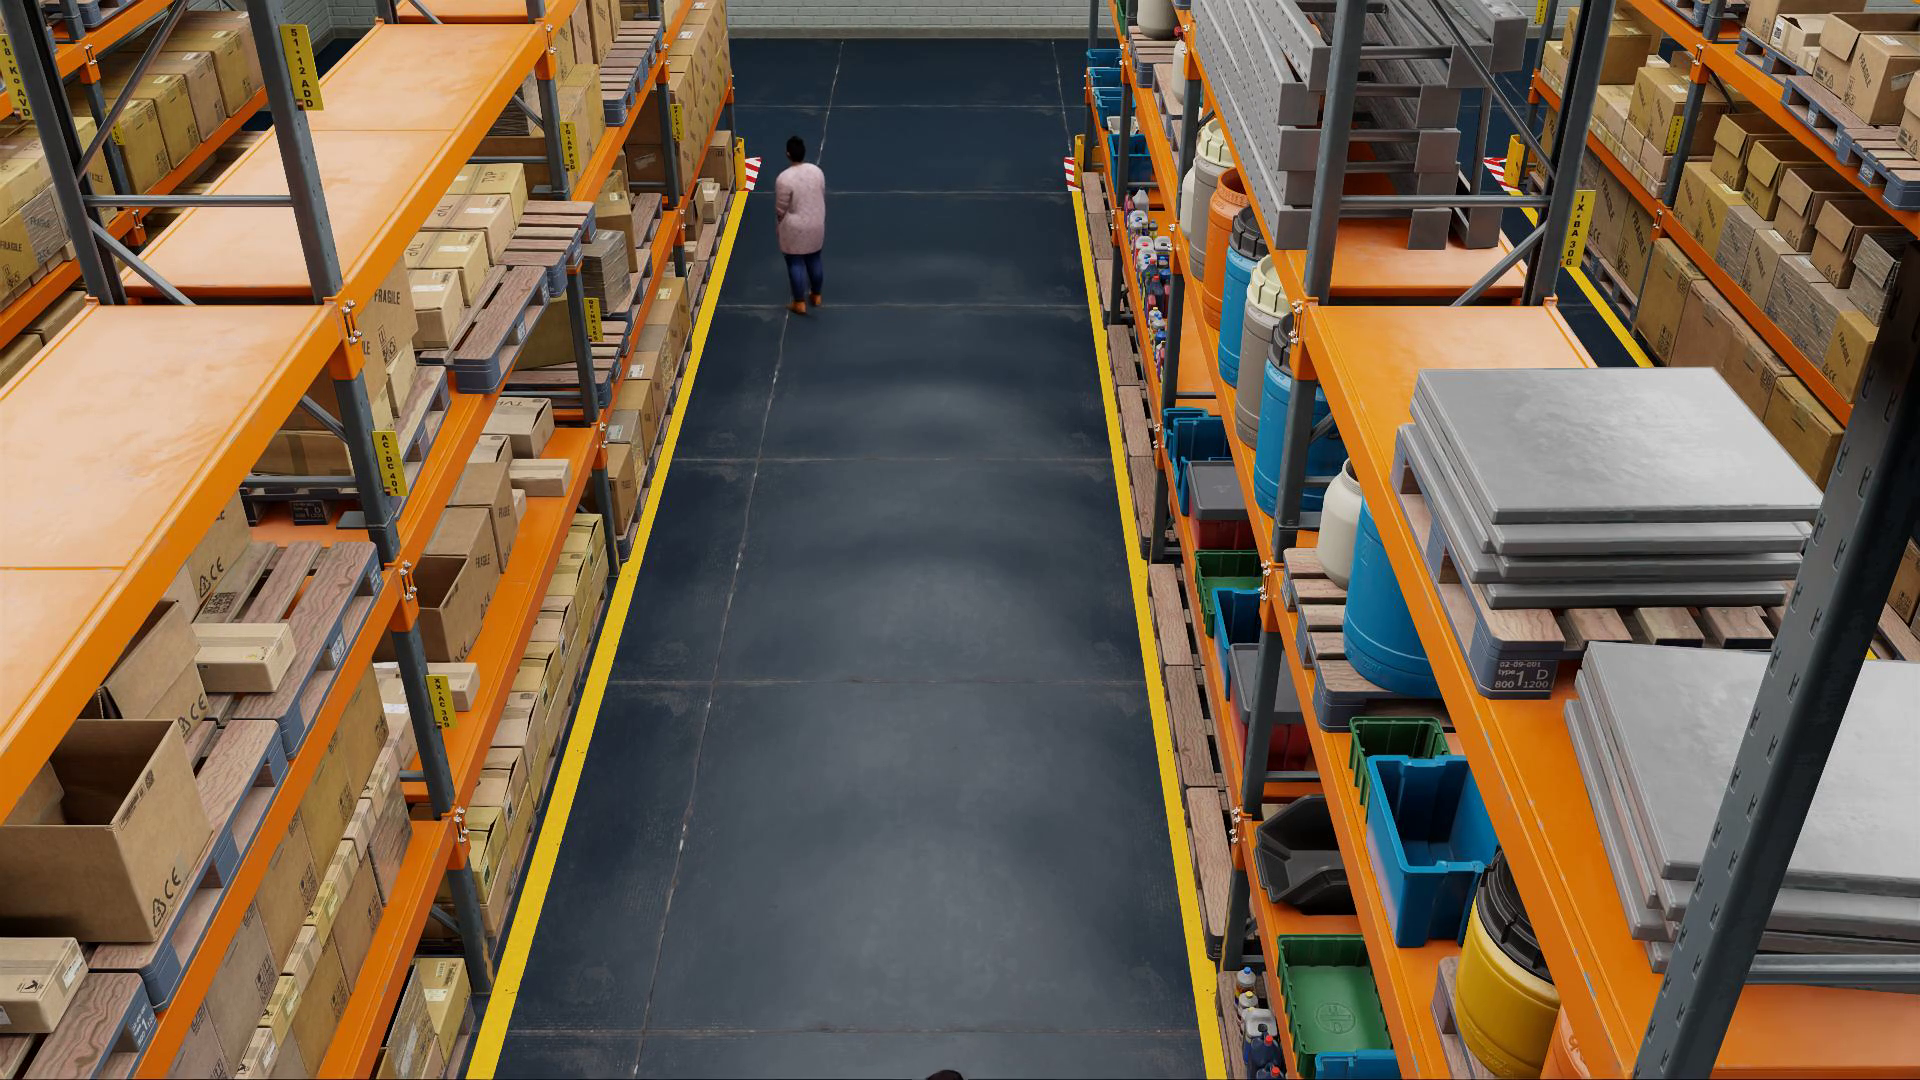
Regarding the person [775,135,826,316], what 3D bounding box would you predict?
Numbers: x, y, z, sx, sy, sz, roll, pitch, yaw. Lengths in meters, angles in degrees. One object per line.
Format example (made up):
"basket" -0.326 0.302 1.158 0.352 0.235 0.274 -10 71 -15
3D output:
"person" -1.505 -3.008 15.810 0.797 1.748 0.823 -20 38 -28
